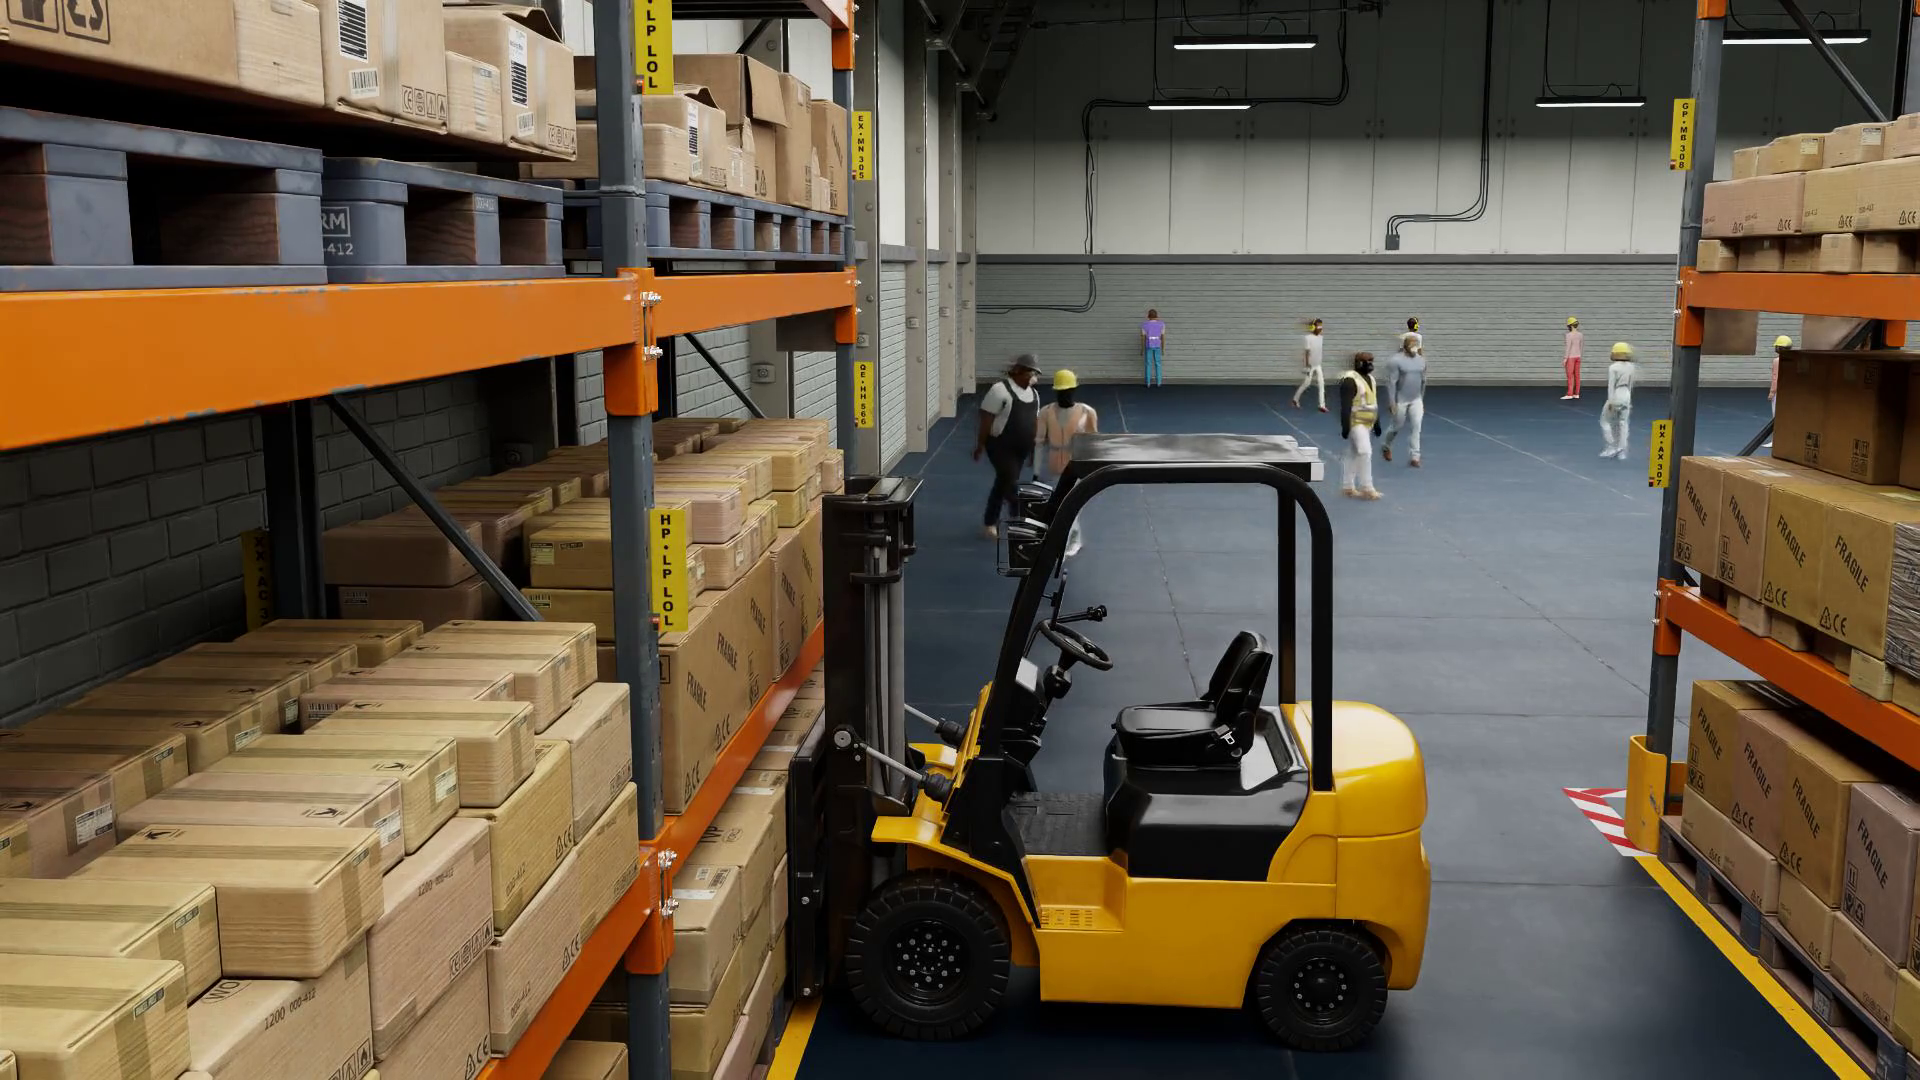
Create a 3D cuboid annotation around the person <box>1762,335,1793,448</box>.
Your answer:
[{"bbox_3d":[12.909,-2.329,26.178,0.525,1.772,0.308,-7,11,-35],"label":"person"}]

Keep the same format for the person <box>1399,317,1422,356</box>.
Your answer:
[{"bbox_3d":[8.721,-3.366,32.153,0.329,1.874,0.518,-8,12,-41],"label":"person"}]

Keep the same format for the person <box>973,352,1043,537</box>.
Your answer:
[{"bbox_3d":[0.571,-1.006,17.338,0.993,2.000,0.753,8,12,40],"label":"person"}]

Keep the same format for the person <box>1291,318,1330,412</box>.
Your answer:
[{"bbox_3d":[6.918,-3.443,32.733,0.524,1.842,0.917,-6,11,-33],"label":"person"}]

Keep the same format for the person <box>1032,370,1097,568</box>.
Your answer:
[{"bbox_3d":[1.030,-0.714,16.099,0.606,1.878,1.001,5,10,26],"label":"person"}]

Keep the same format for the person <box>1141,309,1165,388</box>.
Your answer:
[{"bbox_3d":[4.532,-4.502,39.102,0.563,1.848,0.388,-1,9,-4],"label":"person"}]

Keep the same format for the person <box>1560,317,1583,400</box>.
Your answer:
[{"bbox_3d":[13.102,-3.882,35.624,0.524,1.760,0.327,-6,11,-32],"label":"person"}]

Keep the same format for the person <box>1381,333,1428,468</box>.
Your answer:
[{"bbox_3d":[6.373,-2.007,23.825,0.635,1.916,0.901,-2,10,-12],"label":"person"}]

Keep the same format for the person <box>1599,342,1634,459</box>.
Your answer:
[{"bbox_3d":[9.753,-2.069,24.702,0.503,1.725,0.505,-4,10,-22],"label":"person"}]

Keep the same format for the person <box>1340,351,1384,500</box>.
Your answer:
[{"bbox_3d":[5.012,-1.398,20.375,0.763,1.818,0.652,8,12,38],"label":"person"}]
